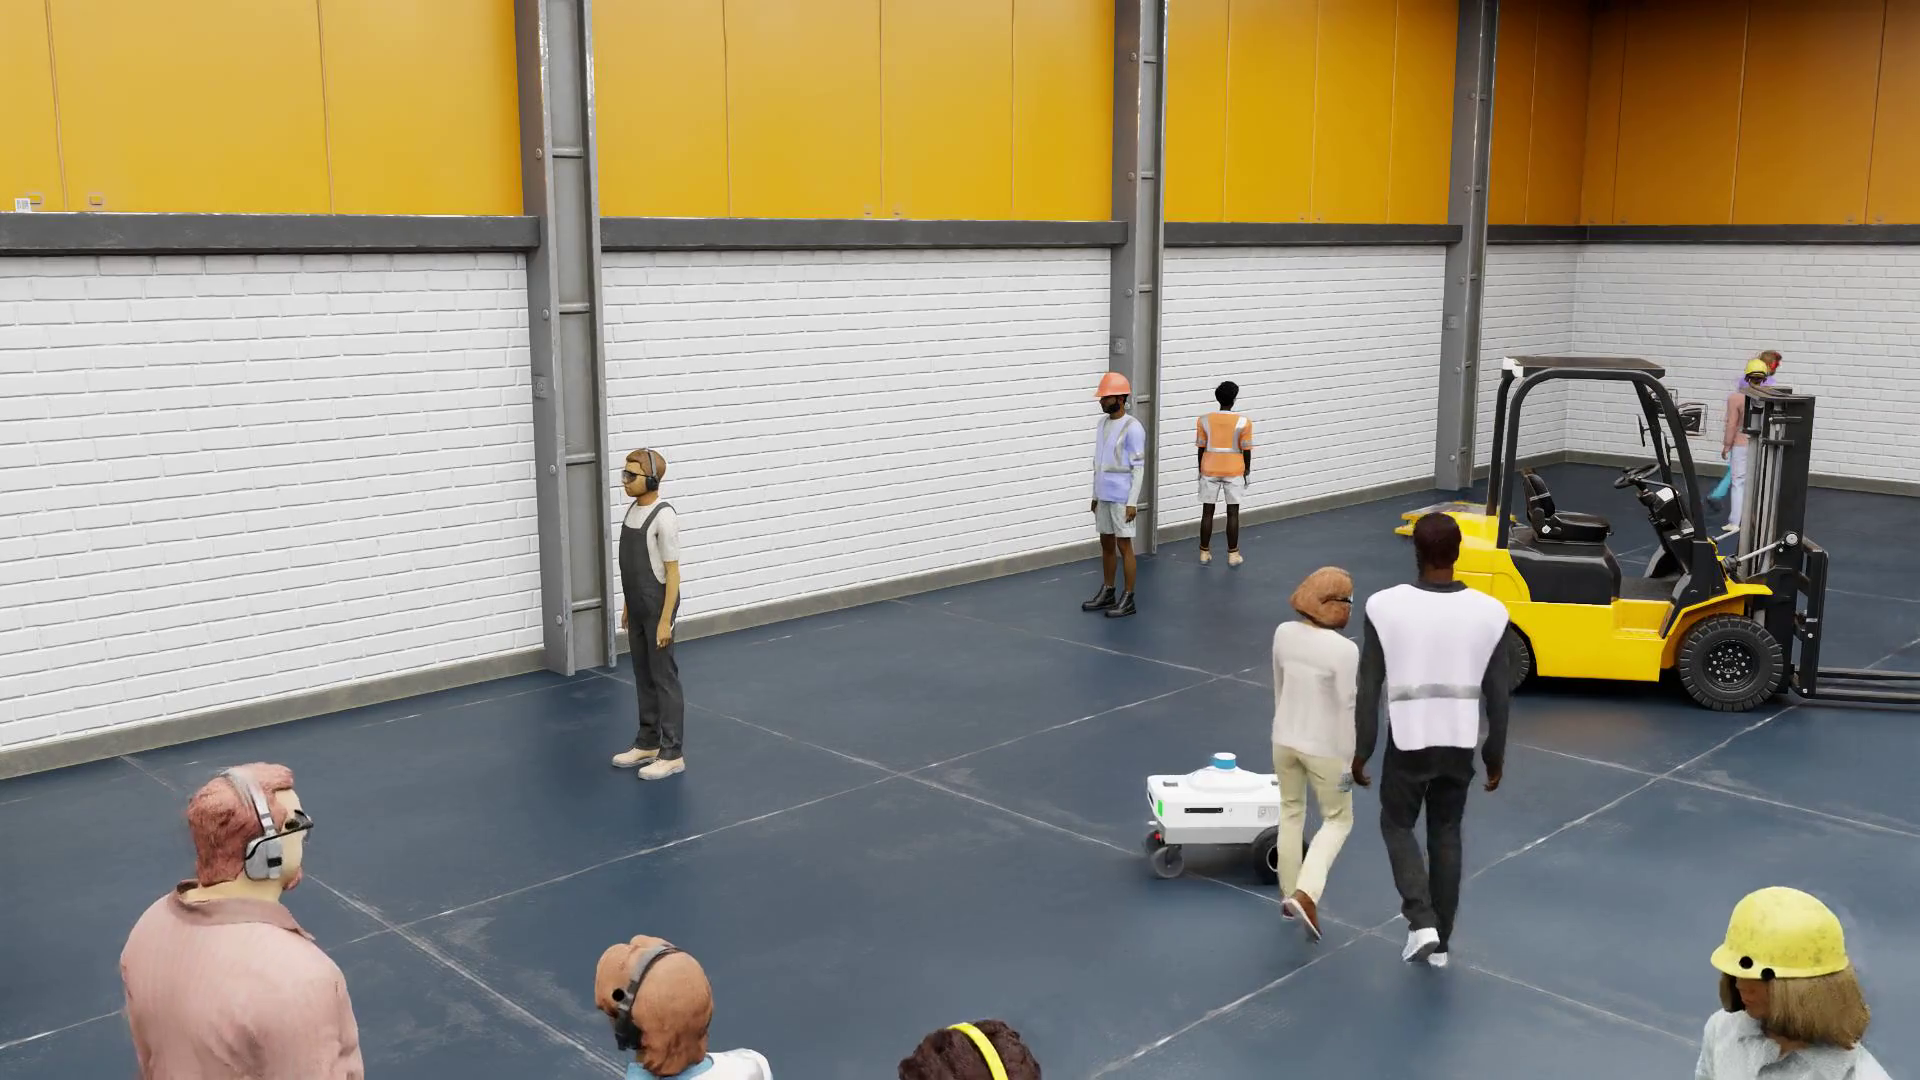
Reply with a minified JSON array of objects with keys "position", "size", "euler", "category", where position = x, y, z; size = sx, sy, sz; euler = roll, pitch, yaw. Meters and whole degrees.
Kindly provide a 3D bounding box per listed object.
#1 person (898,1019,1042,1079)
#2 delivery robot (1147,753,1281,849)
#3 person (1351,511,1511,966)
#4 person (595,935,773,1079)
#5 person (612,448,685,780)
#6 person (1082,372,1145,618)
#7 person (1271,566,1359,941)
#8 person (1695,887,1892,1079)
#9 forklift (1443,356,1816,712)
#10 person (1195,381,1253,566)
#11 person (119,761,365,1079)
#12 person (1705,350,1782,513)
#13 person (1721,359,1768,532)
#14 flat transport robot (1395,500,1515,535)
[{"position":[-0.001,1.634,2.635],"size":[0.961,1.817,0.551],"euler":[-7,12,-32],"category":"person"},{"position":[1.252,1.255,7.901],"size":[0.707,0.478,0.477],"euler":[0,10,-1],"category":"delivery robot"},{"position":[1.917,0.846,6.753],"size":[0.635,1.891,0.579],"euler":[0,10,1],"category":"person"},{"position":[-0.587,1.588,3.367],"size":[0.521,1.645,0.306],"euler":[-9,14,-41],"category":"person"},{"position":[-1.739,0.404,9.274],"size":[0.345,1.847,0.507],"euler":[-8,13,-39],"category":"person"},{"position":[1.212,-0.358,13.174],"size":[0.356,1.936,0.551],"euler":[-6,12,-31],"category":"person"},{"position":[1.481,0.912,7.136],"size":[0.491,1.617,0.498],"euler":[-10,14,-43],"category":"person"},{"position":[1.597,1.542,3.407],"size":[0.702,1.717,0.519],"euler":[-3,11,-16],"category":"person"},{"position":[4.276,-0.101,11.076],"size":[2.313,2.155,1.214],"euler":[2,11,13],"category":"forklift"},{"position":[2.410,-0.606,15.208],"size":[0.532,1.691,0.318],"euler":[4,11,19],"category":"person"},{"position":[-1.524,1.426,3.594],"size":[0.672,1.915,0.500],"euler":[7,13,35],"category":"person"},{"position":[8.544,-1.176,18.065],"size":[0.933,1.788,0.640],"euler":[-1,10,-7],"category":"person"},{"position":[7.995,-0.944,16.840],"size":[0.534,1.767,0.319],"euler":[1,10,5],"category":"person"},{"position":[5.043,-0.207,16.903],"size":[0.652,0.197,1.431],"euler":[9,13,40],"category":"flat transport robot"}]
